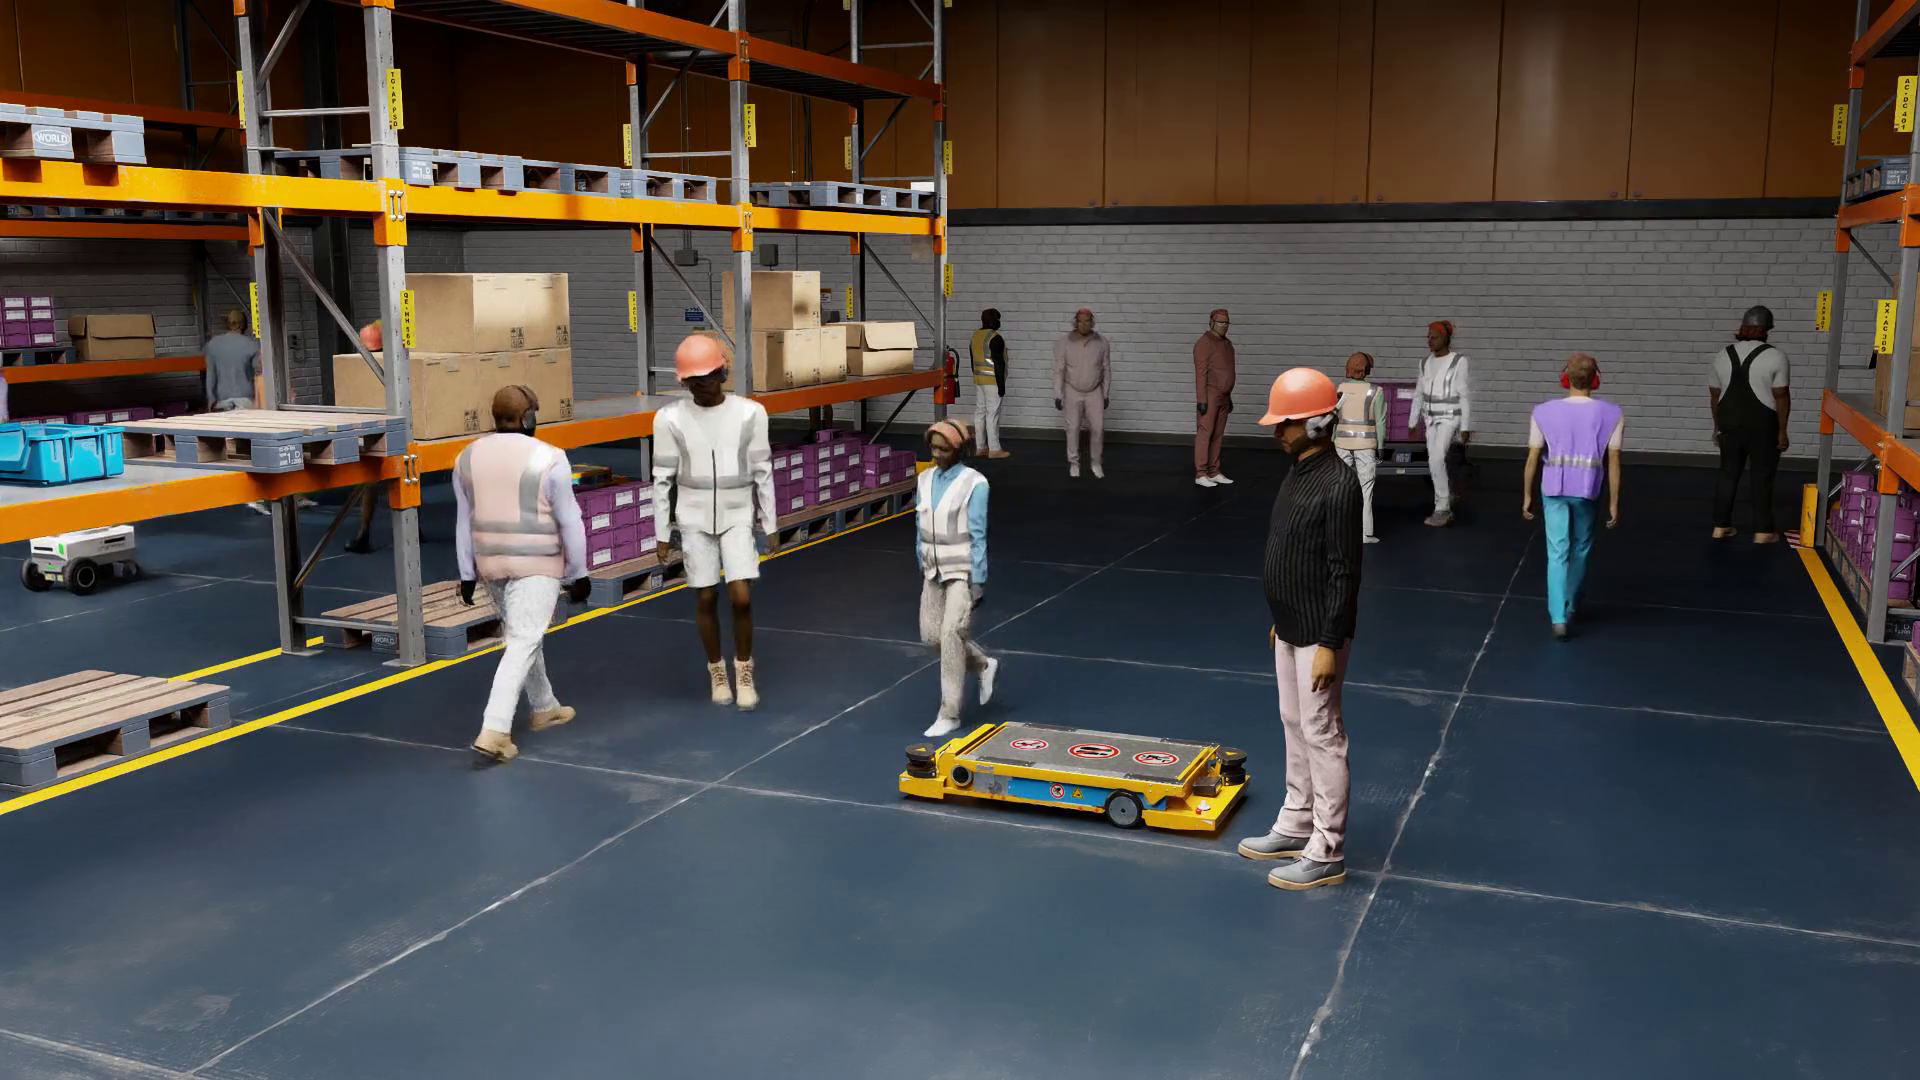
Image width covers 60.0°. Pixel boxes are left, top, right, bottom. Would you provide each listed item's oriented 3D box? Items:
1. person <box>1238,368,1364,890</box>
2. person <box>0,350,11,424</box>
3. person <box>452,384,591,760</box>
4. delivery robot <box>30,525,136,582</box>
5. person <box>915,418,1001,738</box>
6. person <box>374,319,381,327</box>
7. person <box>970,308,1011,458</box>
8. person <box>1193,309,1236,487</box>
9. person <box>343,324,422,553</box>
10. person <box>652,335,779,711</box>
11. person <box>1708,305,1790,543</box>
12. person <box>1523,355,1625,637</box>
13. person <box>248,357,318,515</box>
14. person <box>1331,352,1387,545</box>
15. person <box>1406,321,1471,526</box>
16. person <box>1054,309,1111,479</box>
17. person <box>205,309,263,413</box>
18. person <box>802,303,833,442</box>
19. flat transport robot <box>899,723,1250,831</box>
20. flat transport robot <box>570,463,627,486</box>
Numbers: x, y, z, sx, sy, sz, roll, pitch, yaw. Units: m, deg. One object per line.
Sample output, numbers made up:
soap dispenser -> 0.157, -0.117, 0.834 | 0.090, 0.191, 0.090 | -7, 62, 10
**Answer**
person -> 1.319, 0.337, 6.371 | 0.393, 1.985, 0.611 | -1, 9, -8
person -> -9.228, -1.160, 15.626 | 0.638, 1.923, 0.616 | 4, 10, 23
person -> -2.171, 0.142, 8.151 | 0.629, 1.806, 0.962 | 3, 10, 20
delivery robot -> -6.429, 0.039, 12.213 | 0.477, 0.478, 0.707 | 3, 10, 20
person -> 0.008, 0.176, 8.478 | 0.552, 1.617, 0.522 | -9, 13, -42
person -> -6.467, -1.598, 18.765 | 0.329, 1.765, 0.533 | 4, 10, 25
person -> 0.383, -1.939, 20.591 | 0.430, 1.845, 0.620 | -6, 11, -31
person -> 2.770, -1.531, 17.939 | 0.400, 1.905, 0.643 | 8, 12, 38
person -> -4.775, -0.827, 13.694 | 0.552, 1.878, 0.967 | 2, 10, 14
person -> -1.291, -0.075, 8.792 | 0.655, 2.005, 0.645 | -1, 9, -8
person -> 6.829, -1.004, 14.328 | 0.536, 2.000, 0.679 | -7, 11, -35
person -> 3.959, -0.293, 10.768 | 0.581, 1.799, 0.955 | 3, 10, 17
person -> -6.536, -1.048, 15.921 | 0.519, 1.598, 0.812 | 7, 11, 35
person -> 3.369, -0.774, 14.145 | 0.518, 1.640, 0.307 | 6, 11, 33
person -> 4.320, -1.049, 15.097 | 0.531, 1.867, 0.600 | -5, 10, -26
person -> 1.368, -1.607, 18.469 | 0.662, 1.886, 0.733 | -1, 9, -4
person -> -7.607, -1.501, 17.753 | 0.660, 1.899, 0.932 | 2, 9, 9
person -> -1.942, -2.278, 22.368 | 0.547, 1.934, 0.376 | -6, 11, -34
flat transport robot -> 0.512, 1.023, 7.392 | 1.431, 0.197, 0.652 | 4, 10, 22
flat transport robot -> -4.207, -0.626, 17.386 | 0.652, 0.197, 1.431 | 5, 11, 30
